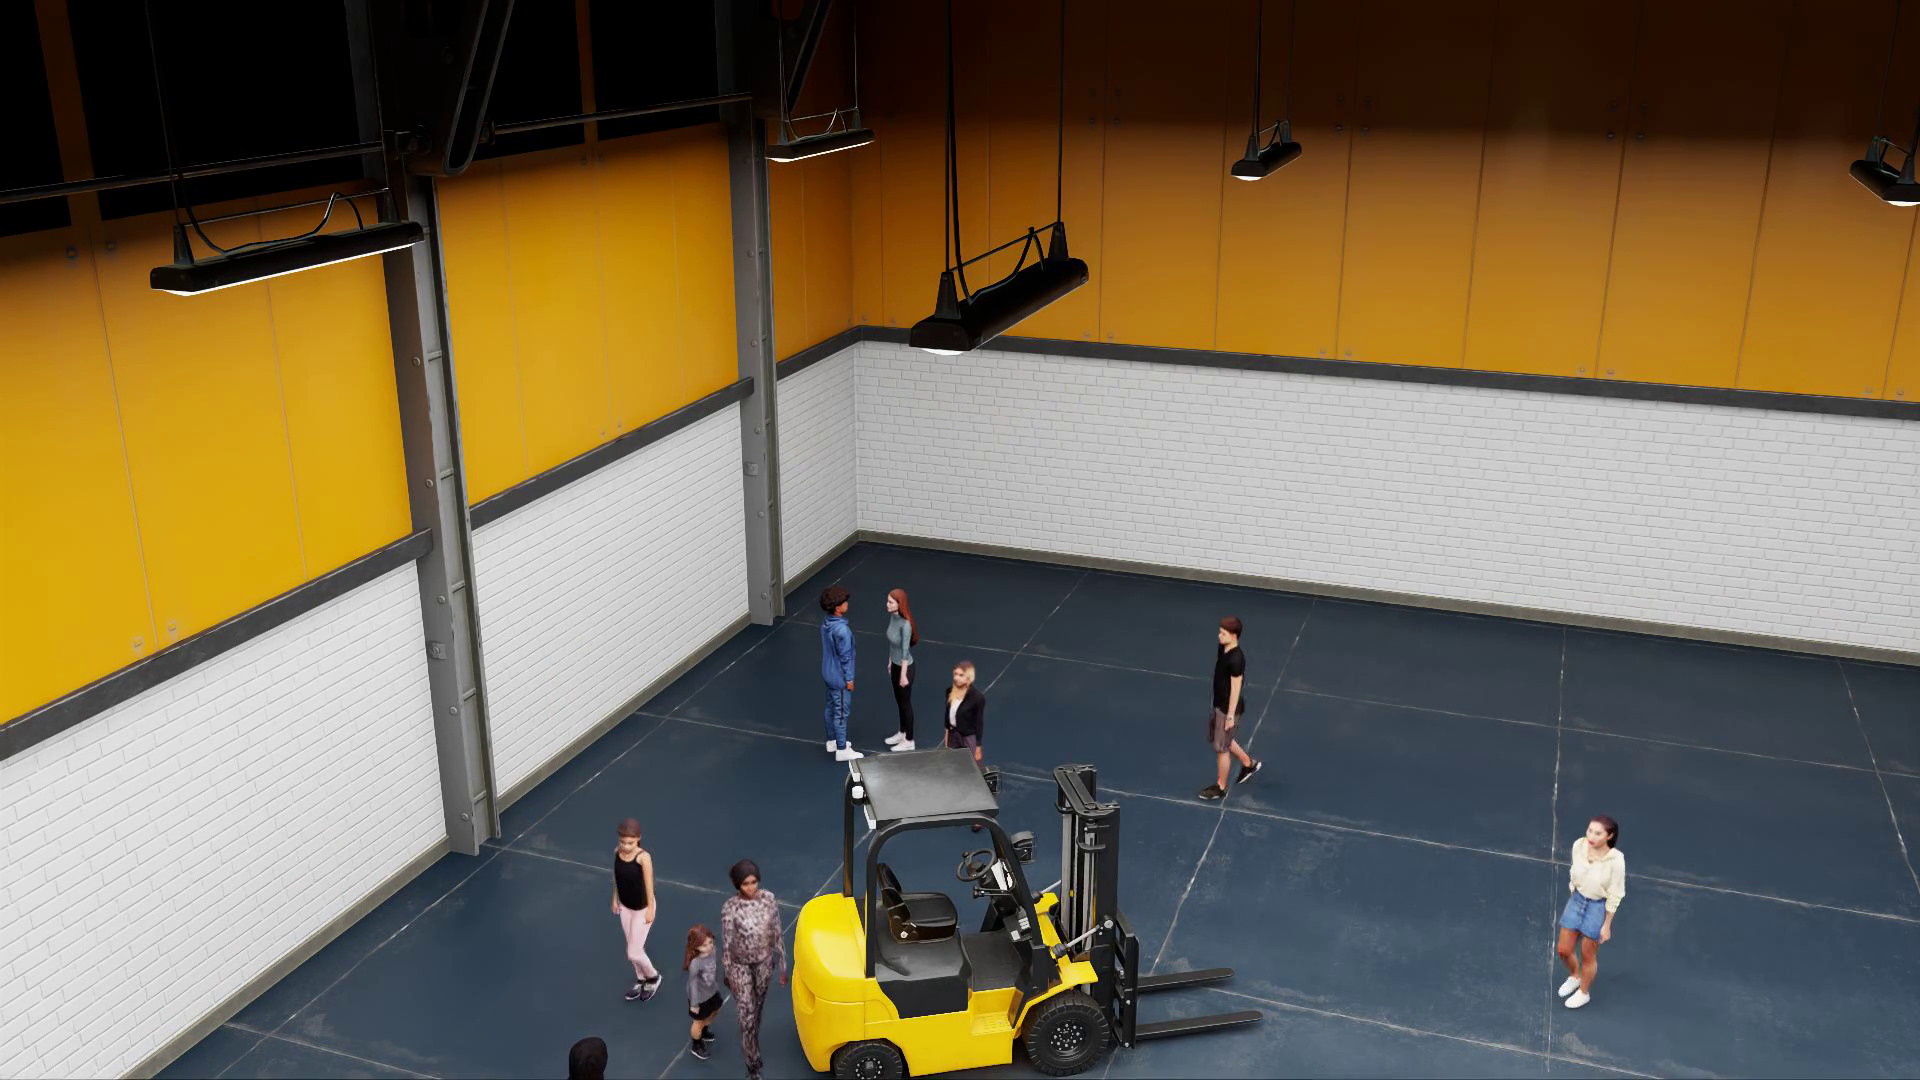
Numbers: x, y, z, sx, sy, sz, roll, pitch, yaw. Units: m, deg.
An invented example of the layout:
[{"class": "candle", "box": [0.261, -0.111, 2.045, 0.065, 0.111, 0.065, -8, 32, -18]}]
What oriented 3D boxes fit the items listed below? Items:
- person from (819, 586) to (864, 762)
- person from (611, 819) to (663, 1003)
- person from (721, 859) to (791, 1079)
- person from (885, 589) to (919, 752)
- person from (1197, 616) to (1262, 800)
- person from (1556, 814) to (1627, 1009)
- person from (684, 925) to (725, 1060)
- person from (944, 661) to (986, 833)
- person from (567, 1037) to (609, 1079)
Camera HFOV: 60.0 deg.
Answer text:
[{"class": "person", "box": [-1.221, 1.320, 16.658, 0.812, 1.811, 0.753, -9, 20, -24]}, {"class": "person", "box": [-2.435, 2.784, 12.728, 0.584, 1.545, 0.618, 12, 22, 31]}, {"class": "person", "box": [-1.504, 3.006, 11.832, 0.907, 1.694, 0.943, -10, 21, -28]}, {"class": "person", "box": [-0.586, 1.307, 16.804, 0.728, 1.742, 0.646, -6, 19, -16]}, {"class": "person", "box": [2.617, 1.583, 15.818, 0.968, 1.848, 0.967, -2, 19, -7]}, {"class": "person", "box": [4.814, 2.796, 12.577, 0.768, 1.619, 0.745, -14, 23, -35]}, {"class": "person", "box": [-1.871, 3.249, 12.053, 0.557, 1.094, 0.422, 5, 19, 15]}, {"class": "person", "box": [0.056, 1.875, 15.235, 0.654, 1.667, 0.648, 14, 23, 35]}, {"class": "person", "box": [-2.112, 3.677, 9.781, 0.617, 1.733, 0.563, 10, 21, 27]}]
